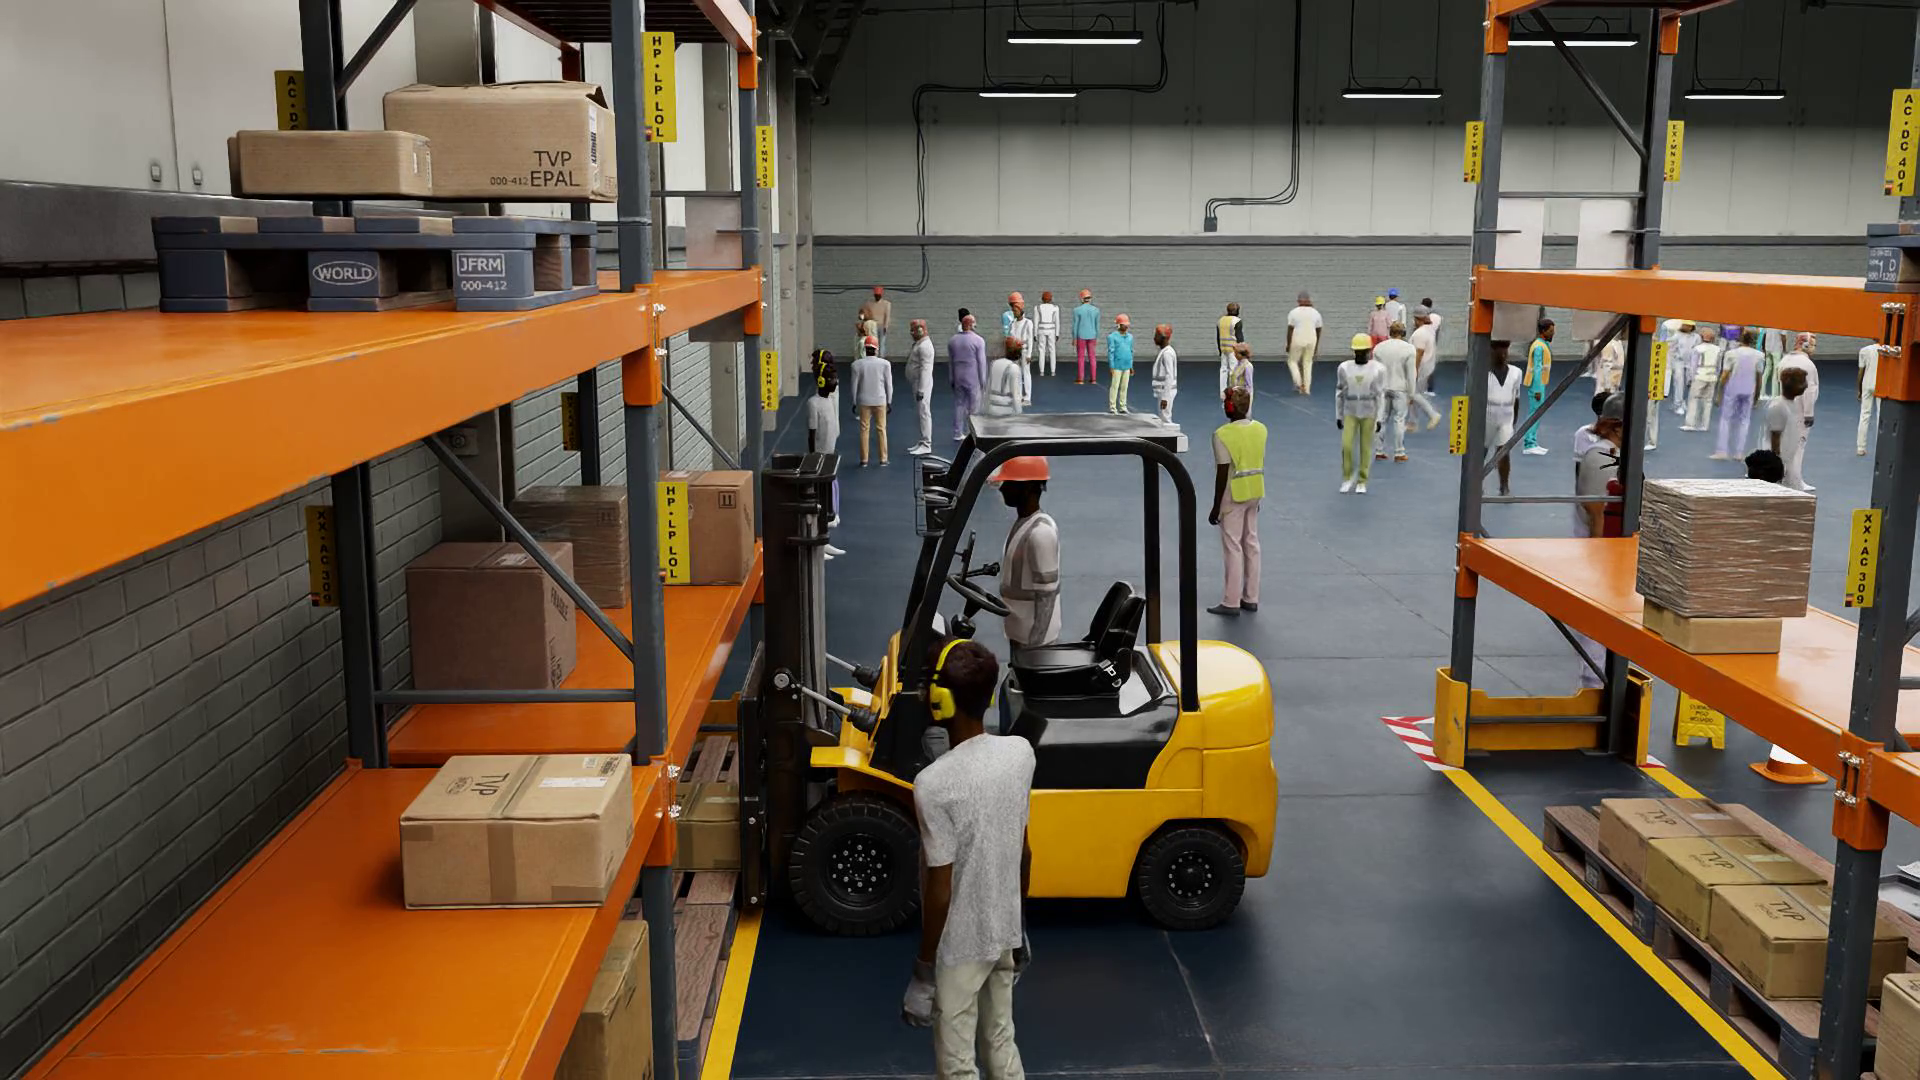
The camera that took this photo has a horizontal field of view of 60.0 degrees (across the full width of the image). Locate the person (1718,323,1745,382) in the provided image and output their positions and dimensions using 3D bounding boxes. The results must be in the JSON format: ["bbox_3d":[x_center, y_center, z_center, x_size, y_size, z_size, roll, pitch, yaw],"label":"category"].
[{"bbox_3d":[16.400,-4.303,35.365,0.523,1.923,0.617,-9,14,-41],"label":"person"}]

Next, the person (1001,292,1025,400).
[{"bbox_3d":[1.035,-3.628,31.260,0.388,2.045,0.605,9,13,40],"label":"person"}]

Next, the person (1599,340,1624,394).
[{"bbox_3d":[9.501,-2.294,24.174,0.391,1.927,0.546,8,13,37],"label":"person"}]

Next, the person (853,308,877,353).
[{"bbox_3d":[-1.988,-4.023,34.633,0.517,1.620,0.338,4,11,23],"label":"person"}]

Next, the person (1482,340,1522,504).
[{"bbox_3d":[6.188,-1.409,19.293,0.624,1.910,1.018,0,10,-1],"label":"person"}]

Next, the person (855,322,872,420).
[{"bbox_3d":[-1.622,-2.846,28.029,0.310,1.642,0.514,1,10,7],"label":"person"}]

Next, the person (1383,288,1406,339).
[{"bbox_3d":[9.736,-4.698,37.487,0.602,1.949,0.391,3,11,14],"label":"person"}]

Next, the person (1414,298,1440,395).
[{"bbox_3d":[9.072,-3.796,32.648,0.607,1.880,0.914,-3,11,-18],"label":"person"}]

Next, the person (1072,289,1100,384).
[{"bbox_3d":[2.649,-4.276,35.053,0.608,1.986,0.403,-4,11,-22],"label":"person"}]

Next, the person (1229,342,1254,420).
[{"bbox_3d":[3.815,-1.857,22.525,0.309,1.640,0.513,-2,10,-10],"label":"person"}]

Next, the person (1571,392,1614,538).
[{"bbox_3d":[5.581,-0.454,14.545,0.538,1.695,0.319,-4,11,-21],"label":"person"}]

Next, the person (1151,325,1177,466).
[{"bbox_3d":[2.732,-1.936,22.281,0.338,1.882,0.583,0,10,3],"label":"person"}]

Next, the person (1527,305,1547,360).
[{"bbox_3d":[13.984,-5.162,40.203,0.455,1.900,0.617,-2,10,-11],"label":"person"}]

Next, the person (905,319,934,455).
[{"bbox_3d":[-0.568,-2.157,23.470,0.409,1.903,0.639,-1,10,-4],"label":"person"}]

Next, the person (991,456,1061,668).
[{"bbox_3d":[0.342,0.470,8.722,0.363,1.939,0.542,-2,10,-9],"label":"person"}]

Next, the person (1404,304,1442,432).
[{"bbox_3d":[7.176,-2.670,25.932,0.645,2.000,0.698,5,11,24],"label":"person"}]

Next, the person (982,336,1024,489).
[{"bbox_3d":[0.520,-1.528,20.135,0.437,1.837,0.619,-6,12,-29],"label":"person"}]

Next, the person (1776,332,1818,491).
[{"bbox_3d":[10.142,-1.556,20.121,0.407,1.902,0.639,-1,10,-4],"label":"person"}]

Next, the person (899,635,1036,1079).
[{"bbox_3d":[0.024,1.199,4.873,0.309,1.864,0.535,8,13,38],"label":"person"}]

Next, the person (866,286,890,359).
[{"bbox_3d":[-1.946,-4.968,38.959,0.619,1.950,0.870,2,10,9],"label":"person"}]

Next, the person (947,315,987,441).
[{"bbox_3d":[0.128,-2.414,24.923,0.652,1.899,0.400,7,13,36],"label":"person"}]

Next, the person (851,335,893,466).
[{"bbox_3d":[-1.173,-1.855,22.188,0.560,1.753,0.328,0,10,0],"label":"person"}]

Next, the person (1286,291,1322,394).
[{"bbox_3d":[6.711,-3.879,32.670,0.726,2.000,0.545,-3,11,-15],"label":"person"}]

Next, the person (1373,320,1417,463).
[{"bbox_3d":[5.899,-2.018,22.621,0.636,1.931,0.367,9,13,40],"label":"person"}]

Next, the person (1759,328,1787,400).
[{"bbox_3d":[15.320,-3.540,31.296,0.319,1.860,0.521,-4,11,-22],"label":"person"}]

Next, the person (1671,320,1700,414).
[{"bbox_3d":[12.630,-3.062,29.005,0.483,1.731,0.420,1,10,4],"label":"person"}]

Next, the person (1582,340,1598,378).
[{"bbox_3d":[13.963,-4.450,36.719,0.373,1.729,0.545,-3,11,-17],"label":"person"}]

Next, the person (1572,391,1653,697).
[{"bbox_3d":[4.280,0.036,10.861,0.536,2.000,0.699,4,11,22],"label":"person"}]

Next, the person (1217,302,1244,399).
[{"bbox_3d":[5.153,-3.574,31.527,0.429,1.842,0.635,-7,12,-33],"label":"person"}]

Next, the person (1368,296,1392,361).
[{"bbox_3d":[9.409,-4.576,37.324,0.533,1.765,0.330,7,12,32],"label":"person"}]

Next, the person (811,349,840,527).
[{"bbox_3d":[-1.432,-1.063,17.457,0.321,1.871,0.532,1,10,6],"label":"person"}]

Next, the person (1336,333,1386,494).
[{"bbox_3d":[4.724,-1.482,19.680,0.592,1.908,0.631,4,11,20],"label":"person"}]

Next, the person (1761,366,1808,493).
[{"bbox_3d":[7.745,-0.720,15.648,0.525,1.830,0.395,-8,13,-39],"label":"person"}]

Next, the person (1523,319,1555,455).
[{"bbox_3d":[8.153,-2.163,23.480,0.380,1.910,0.592,4,11,22],"label":"person"}]

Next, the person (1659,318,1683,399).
[{"bbox_3d":[13.554,-3.572,31.583,0.585,1.824,0.405,-1,10,-7],"label":"person"}]

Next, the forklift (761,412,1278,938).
[{"bbox_3d":[0.291,0.548,7.580,2.313,2.155,1.214,0,10,-2],"label":"forklift"}]

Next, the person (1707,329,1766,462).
[{"bbox_3d":[10.586,-1.960,22.649,0.659,1.809,0.361,3,11,15],"label":"person"}]

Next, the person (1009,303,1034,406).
[{"bbox_3d":[1.099,-3.393,30.440,0.367,1.880,0.581,-9,14,-41],"label":"person"}]

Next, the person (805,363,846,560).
[{"bbox_3d":[-1.292,-0.742,15.711,0.322,1.861,0.513,3,11,16],"label":"person"}]

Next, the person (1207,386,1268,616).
[{"bbox_3d":[2.230,-0.309,13.320,0.564,1.847,0.395,-8,13,-39],"label":"person"}]

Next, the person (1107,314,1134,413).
[{"bbox_3d":[2.774,-2.996,28.550,0.563,1.751,0.330,-8,13,-39],"label":"person"}]

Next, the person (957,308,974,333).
[{"bbox_3d":[0.104,-3.715,32.742,0.320,1.693,0.537,6,12,29],"label":"person"}]

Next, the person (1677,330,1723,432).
[{"bbox_3d":[11.723,-2.511,26.247,0.633,1.609,0.353,-1,10,-7],"label":"person"}]

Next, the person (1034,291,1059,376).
[{"bbox_3d":[1.928,-4.609,37.177,0.574,1.881,0.357,0,10,-2],"label":"person"}]
